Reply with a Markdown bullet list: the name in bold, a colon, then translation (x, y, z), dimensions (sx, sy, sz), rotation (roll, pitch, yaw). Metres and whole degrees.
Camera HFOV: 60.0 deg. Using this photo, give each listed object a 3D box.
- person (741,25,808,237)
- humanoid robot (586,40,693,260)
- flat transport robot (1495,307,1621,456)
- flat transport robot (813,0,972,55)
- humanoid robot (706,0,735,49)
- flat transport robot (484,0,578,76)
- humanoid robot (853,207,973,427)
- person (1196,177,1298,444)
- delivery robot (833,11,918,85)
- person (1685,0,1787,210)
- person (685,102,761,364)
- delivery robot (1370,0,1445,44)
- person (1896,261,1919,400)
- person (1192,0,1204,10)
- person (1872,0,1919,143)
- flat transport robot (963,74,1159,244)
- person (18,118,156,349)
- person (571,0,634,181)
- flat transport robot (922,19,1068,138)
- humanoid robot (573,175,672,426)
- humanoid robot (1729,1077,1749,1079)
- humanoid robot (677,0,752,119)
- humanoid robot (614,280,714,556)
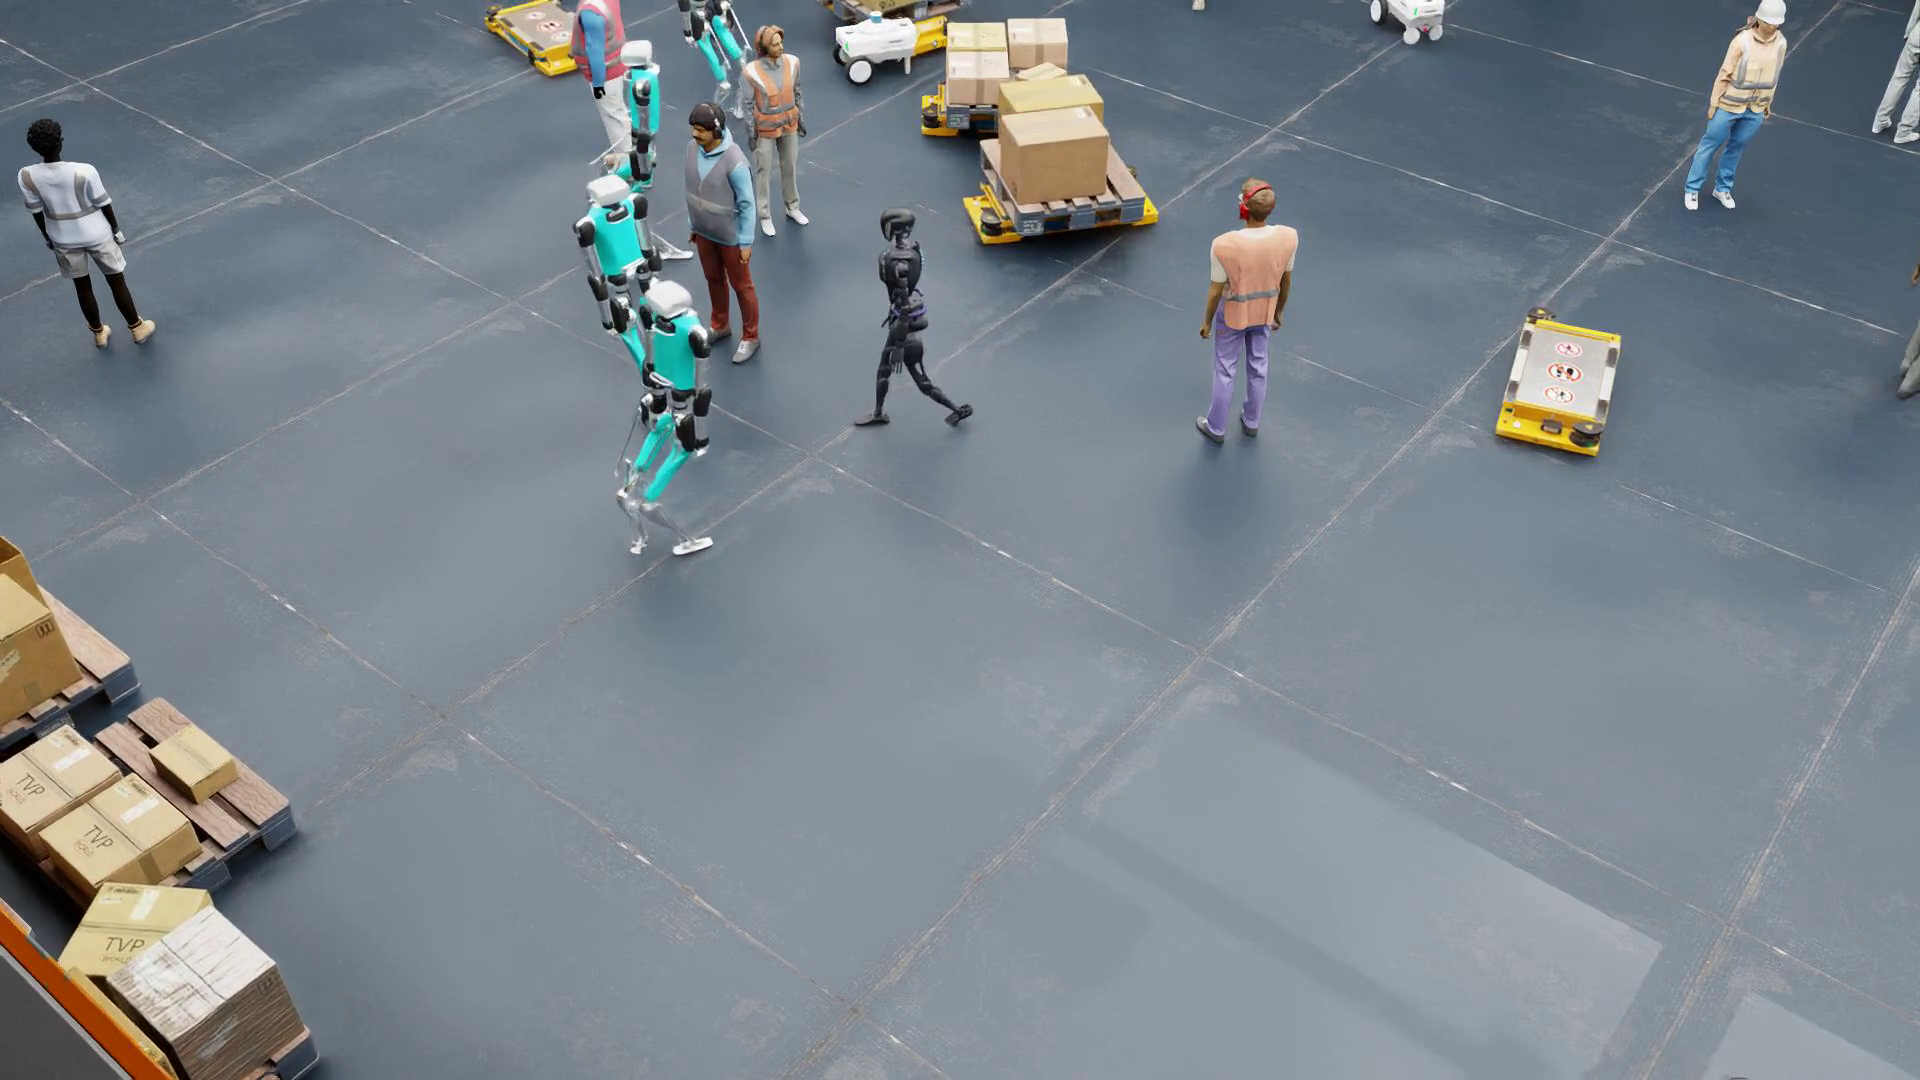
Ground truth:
- **person**: translation (-1.410, -3.137, 12.703), dimensions (0.521, 1.645, 0.304), rotation (-25, 46, -26)
- **humanoid robot**: translation (-2.562, -2.807, 12.279), dimensions (0.993, 1.776, 0.537), rotation (-3, 40, -3)
- **flat transport robot**: translation (4.111, -1.100, 11.373), dimensions (0.659, 0.231, 1.431), rotation (15, 43, 17)
- **flat transport robot**: translation (-0.640, -5.052, 16.021), dimensions (0.659, 0.231, 1.431), rotation (-24, 46, -26)
- **humanoid robot**: translation (-2.289, -5.393, 15.334), dimensions (0.586, 1.646, 0.407), rotation (-30, 49, -31)
- **flat transport robot**: translation (-3.895, -4.772, 15.691), dimensions (0.659, 0.231, 1.431), rotation (-25, 46, -27)
- **humanoid robot**: translation (-0.318, -1.389, 10.681), dimensions (0.801, 1.648, 0.589), rotation (-5, 41, -6)
- **person**: translation (1.805, -1.416, 10.523), dimensions (0.567, 1.849, 0.386), rotation (-10, 41, -12)
- **delivery robot**: translation (-0.790, -4.506, 15.171), dimensions (0.784, 0.612, 0.518), rotation (-12, 42, -14)
- **person**: translation (6.070, -3.399, 12.949), dimensions (0.495, 1.728, 0.370), rotation (-3, 40, -3)
- **person**: translation (-1.612, -2.098, 11.303), dimensions (0.545, 1.877, 0.405), rotation (24, 46, 26)
- **delivery robot**: translation (4.301, -5.104, 15.874), dimensions (0.509, 0.611, 0.782), rotation (-10, 41, -11)
- **person**: translation (6.635, -1.736, 10.921), dimensions (0.606, 1.818, 0.590), rotation (-27, 47, -28)
- **person**: translation (2.371, -6.140, 16.068), dimensions (0.586, 1.863, 0.635), rotation (11, 41, 12)
- **person**: translation (8.103, -4.150, 13.832), dimensions (0.321, 1.728, 0.490), rotation (-25, 46, -26)
- **flat transport robot**: translation (0.796, -2.663, 13.211), dimensions (1.431, 0.231, 0.659), rotation (-10, 41, -11)
- **person**: translation (-6.032, -2.094, 11.437), dimensions (0.540, 1.695, 0.316), rotation (-6, 41, -7)
- **person**: translation (-2.863, -3.772, 13.313), dimensions (0.432, 1.835, 0.630), rotation (0, 40, 0)
- **flat transport robot**: translation (0.384, -3.751, 14.490), dimensions (1.431, 0.231, 0.659), rotation (0, 40, 0)
- **humanoid robot**: translation (-1.963, -1.399, 10.624), dimensions (0.765, 1.817, 0.545), rotation (30, 49, 30)
- **humanoid robot**: translation (2.617, 2.464, 6.106), dimensions (0.589, 1.637, 0.626), rotation (-21, 45, -23)
- **humanoid robot**: translation (-2.001, -4.298, 13.999), dimensions (0.742, 1.778, 0.531), rotation (32, 50, 32)
- **humanoid robot**: translation (-1.783, -0.583, 9.641), dimensions (0.530, 1.791, 0.792), rotation (29, 48, 30)
